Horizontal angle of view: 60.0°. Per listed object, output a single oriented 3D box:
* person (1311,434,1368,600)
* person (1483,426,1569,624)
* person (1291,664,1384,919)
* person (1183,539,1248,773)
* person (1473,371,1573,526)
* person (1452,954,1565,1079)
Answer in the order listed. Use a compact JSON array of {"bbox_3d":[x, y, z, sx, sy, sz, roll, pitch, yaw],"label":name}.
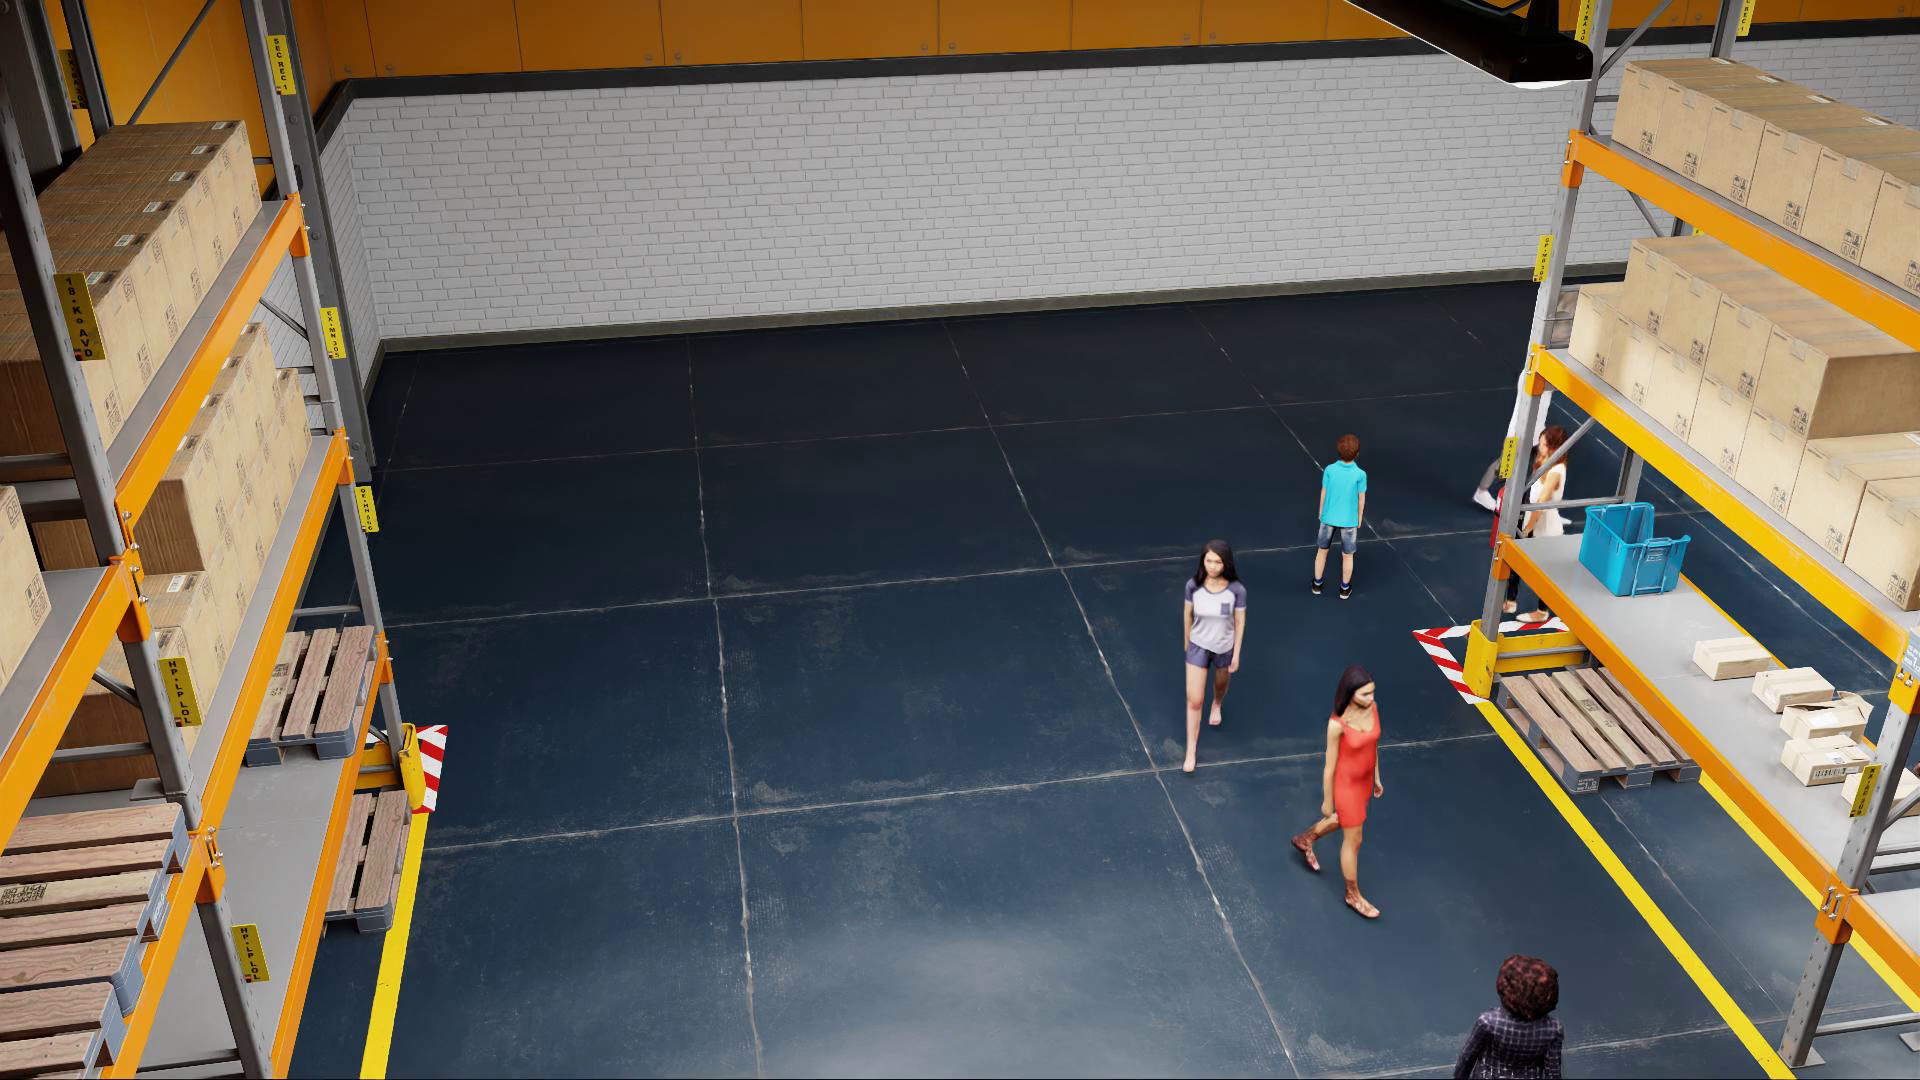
[{"bbox_3d":[3.160,-0.204,13.829,0.587,1.447,0.610,10,30,18],"label":"person"},{"bbox_3d":[4.740,-0.085,13.282,0.716,1.762,0.716,1,29,2],"label":"person"},{"bbox_3d":[2.404,1.499,10.445,0.937,1.697,1.067,-26,38,-38],"label":"person"},{"bbox_3d":[1.831,0.735,11.886,0.875,1.660,1.183,6,29,11],"label":"person"},{"bbox_3d":[5.030,-1.011,14.952,1.071,1.790,1.283,-22,36,-34],"label":"person"},{"bbox_3d":[2.654,2.803,8.106,0.812,1.650,1.116,3,29,5],"label":"person"}]
